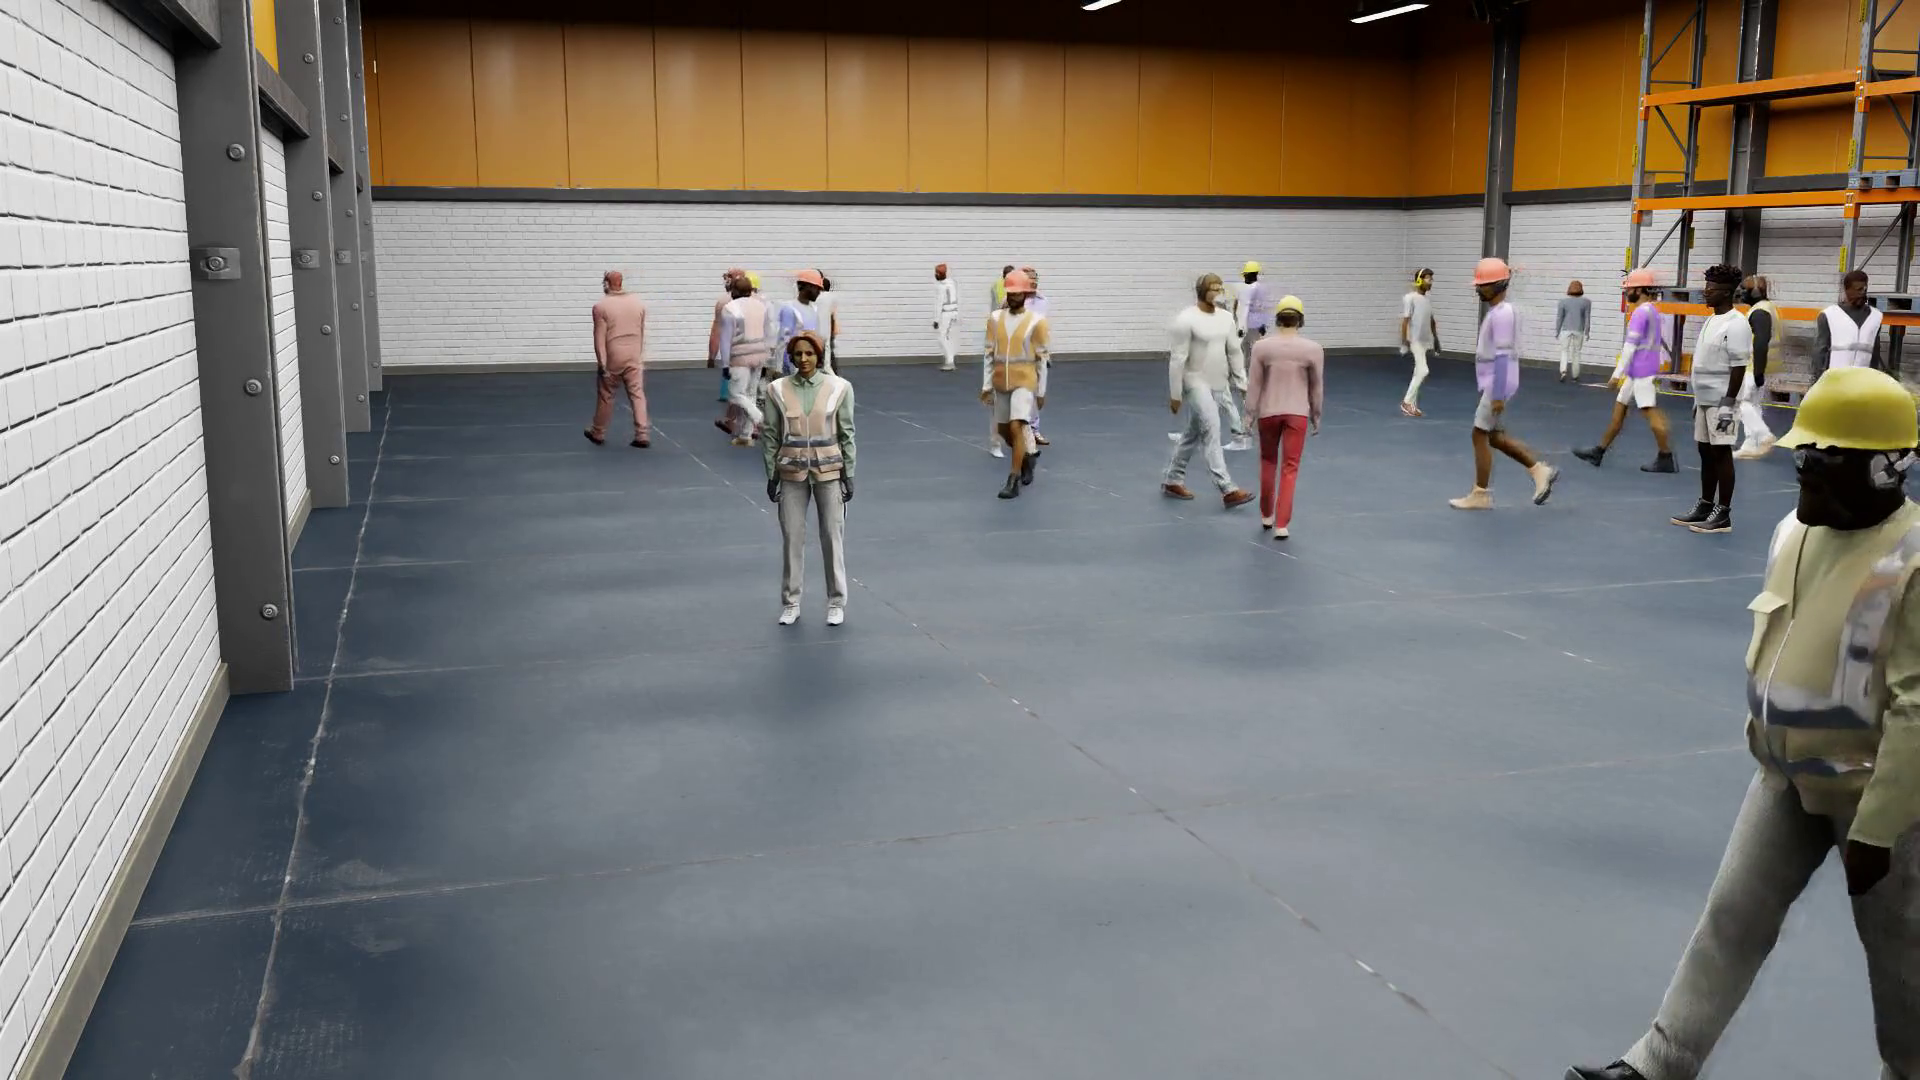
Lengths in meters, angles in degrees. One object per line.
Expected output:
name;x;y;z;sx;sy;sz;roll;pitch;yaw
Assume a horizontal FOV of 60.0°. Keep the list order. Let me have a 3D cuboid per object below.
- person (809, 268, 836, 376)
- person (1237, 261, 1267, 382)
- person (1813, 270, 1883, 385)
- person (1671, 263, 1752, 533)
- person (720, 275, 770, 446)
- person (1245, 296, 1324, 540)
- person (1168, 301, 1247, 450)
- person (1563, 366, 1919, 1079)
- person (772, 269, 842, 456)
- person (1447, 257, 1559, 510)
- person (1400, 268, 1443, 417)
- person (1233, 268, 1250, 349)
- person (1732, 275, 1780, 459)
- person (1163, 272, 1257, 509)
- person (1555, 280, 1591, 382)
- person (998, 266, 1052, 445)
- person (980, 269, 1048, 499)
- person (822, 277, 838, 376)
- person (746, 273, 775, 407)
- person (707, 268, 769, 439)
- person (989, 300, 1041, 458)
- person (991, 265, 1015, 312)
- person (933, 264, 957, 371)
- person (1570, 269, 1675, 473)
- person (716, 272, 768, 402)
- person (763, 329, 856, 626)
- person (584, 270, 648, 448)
person;-1.805;-2.622;21.738;0.529;1.847;0.717;-5;11;-29
person;4.426;-3.325;25.607;0.682;1.903;0.621;5;11;29
person;7.897;-1.464;14.895;0.591;1.895;0.778;-1;10;-6
person;5.545;-1.038;12.206;0.367;1.966;0.603;0;10;2
person;-2.193;-1.851;17.356;0.675;1.826;0.637;9;13;42
person;2.358;-0.894;12.064;0.538;1.722;0.799;3;10;19
person;2.603;-1.785;17.303;0.915;1.684;0.502;5;11;28
person;1.844;0.522;3.666;0.890;1.788;0.626;-2;10;-9
person;-1.490;-1.725;16.452;0.966;1.873;0.590;6;11;29
person;4.331;-1.213;13.121;0.767;2.012;0.658;2;10;14
person;5.761;-2.458;20.768;0.432;1.850;0.518;9;14;43
person;4.841;-3.709;27.998;0.511;1.860;0.320;2;10;12
person;7.821;-1.688;16.383;0.431;1.824;0.625;6;11;31
person;2.004;-1.211;13.472;0.648;1.886;1.049;-9;13;-43
person;9.703;-3.299;26.326;0.510;1.640;0.477;4;10;20
person;0.719;-1.939;17.596;0.655;1.906;0.407;-7;12;-36
person;0.497;-1.337;14.106;0.546;1.912;0.862;5;11;27
person;-2.125;-3.084;24.901;0.665;1.678;0.543;4;11;24
person;-2.775;-2.584;21.717;0.622;1.765;0.963;6;11;30
person;-2.540;-2.067;18.426;0.942;1.864;0.678;8;13;39
person;0.509;-1.572;16.377;0.539;1.592;0.868;-3;10;-18
person;0.866;-3.855;28.910;0.630;1.828;0.469;6;11;31
person;-0.231;-3.856;28.877;0.374;1.854;0.677;4;11;22
person;6.290;-1.586;15.593;0.985;1.882;0.566;6;11;31
person;-2.983;-2.748;22.616;0.551;1.800;0.870;-9;13;-42
person;-0.821;-0.336;9.124;0.509;1.629;0.314;0;10;0
person;-3.621;-1.914;17.599;0.653;1.854;0.979;-8;13;-38
